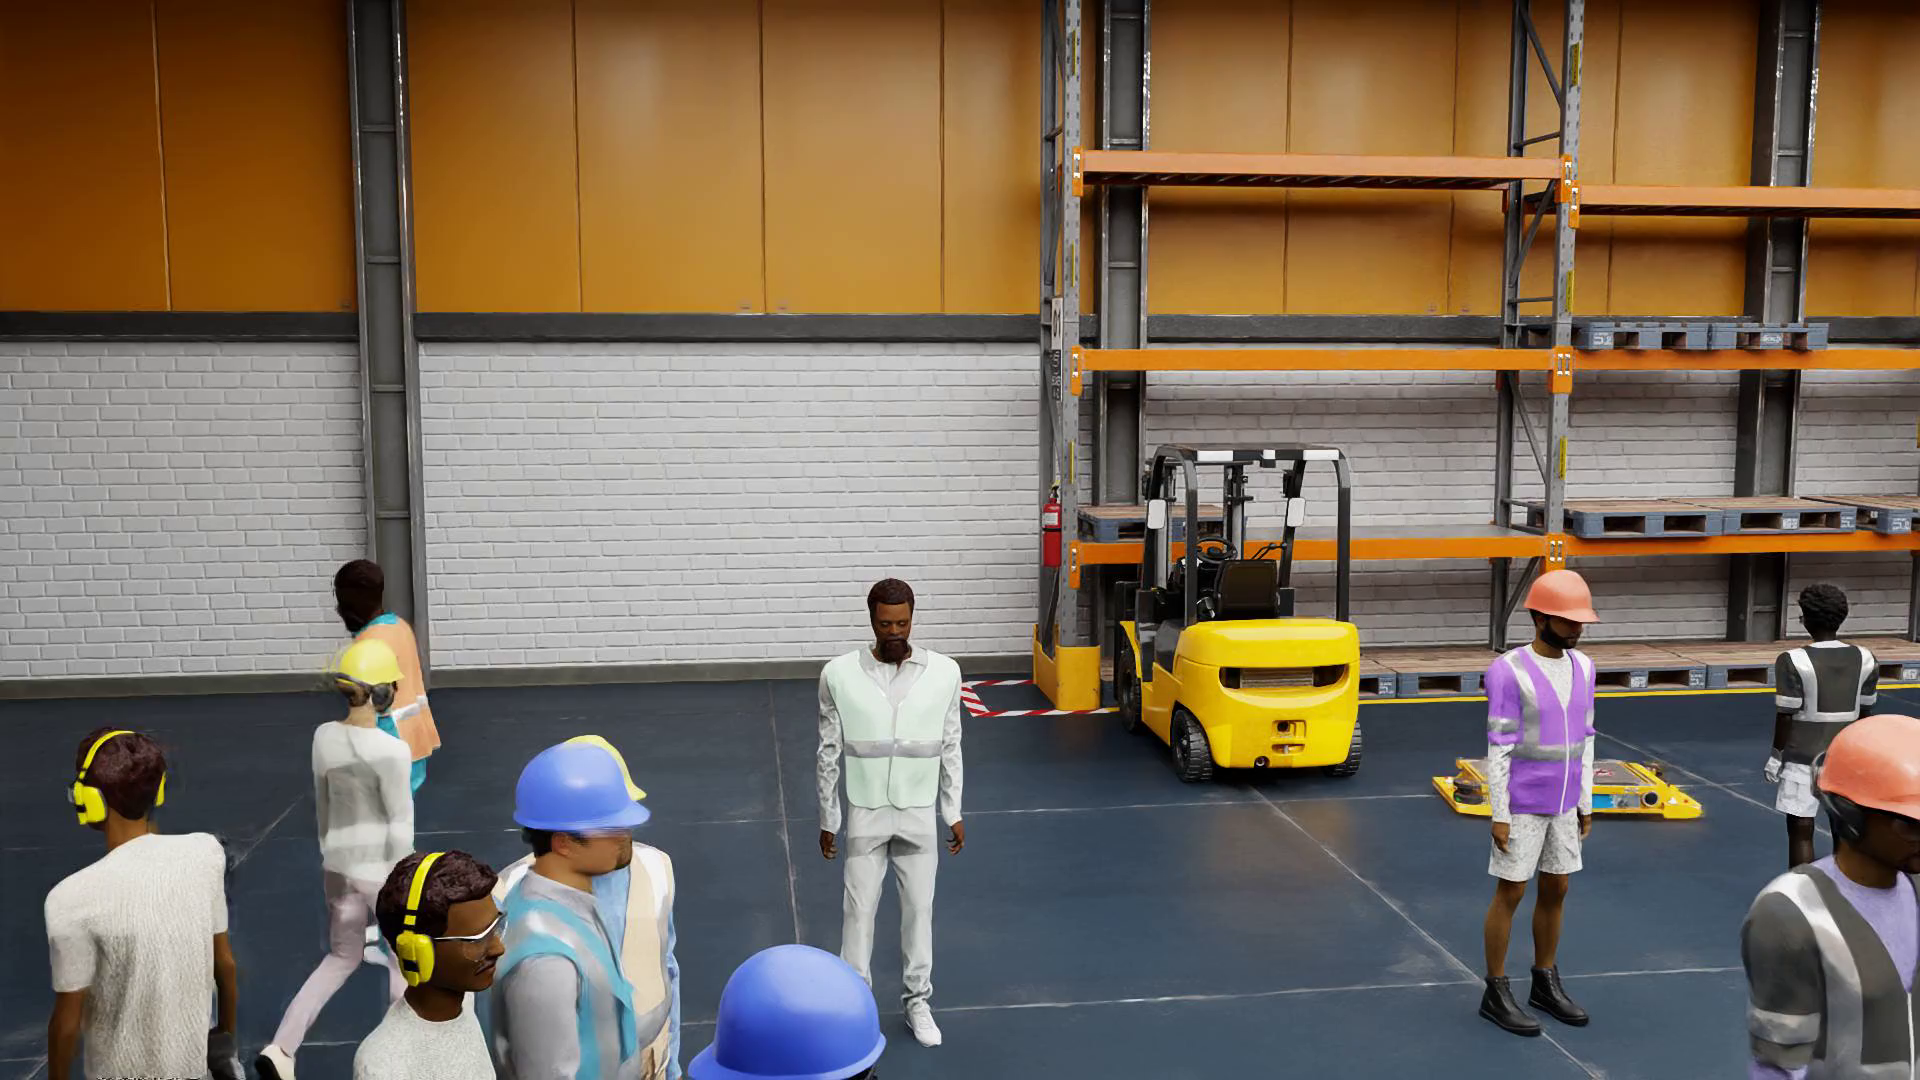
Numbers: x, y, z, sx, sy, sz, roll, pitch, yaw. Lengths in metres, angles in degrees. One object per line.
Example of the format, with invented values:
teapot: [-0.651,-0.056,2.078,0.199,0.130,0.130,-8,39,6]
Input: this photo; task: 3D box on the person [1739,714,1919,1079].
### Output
person: [2.013,1.385,3.751,0.607,2.034,0.419,-3,7,-27]

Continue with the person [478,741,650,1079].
person: [-0.908,1.416,3.834,0.399,1.947,0.613,-1,7,-13]

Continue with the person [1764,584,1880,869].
person: [4.171,1.057,8.076,0.533,1.693,0.319,-1,7,-9]

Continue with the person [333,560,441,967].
person: [-2.632,1.016,7.667,0.456,1.879,0.616,-1,7,-7]

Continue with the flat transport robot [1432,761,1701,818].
flat transport robot: [3.704,1.516,10.222,1.431,0.197,0.652,0,7,3]

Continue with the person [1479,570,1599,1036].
person: [2.423,1.077,6.886,0.545,1.930,0.387,-3,7,-24]

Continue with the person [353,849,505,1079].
person: [-0.998,1.519,3.274,0.316,1.868,0.531,0,7,-3]

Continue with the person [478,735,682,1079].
person: [-0.958,1.413,4.336,0.403,1.837,0.591,6,9,44]

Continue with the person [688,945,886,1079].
person: [-0.197,1.566,2.566,0.415,1.939,0.604,2,7,17]

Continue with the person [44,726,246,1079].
person: [-2.147,1.400,4.338,0.385,1.859,0.549,3,7,24]

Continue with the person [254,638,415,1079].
person: [-2.281,1.241,6.252,0.527,1.741,0.745,4,8,30]

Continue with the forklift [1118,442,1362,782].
forklift: [1.912,0.418,11.496,1.214,2.155,2.313,-1,7,-8]

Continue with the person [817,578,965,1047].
person: [-0.281,1.098,6.745,0.599,1.915,0.376,-1,7,-10]
